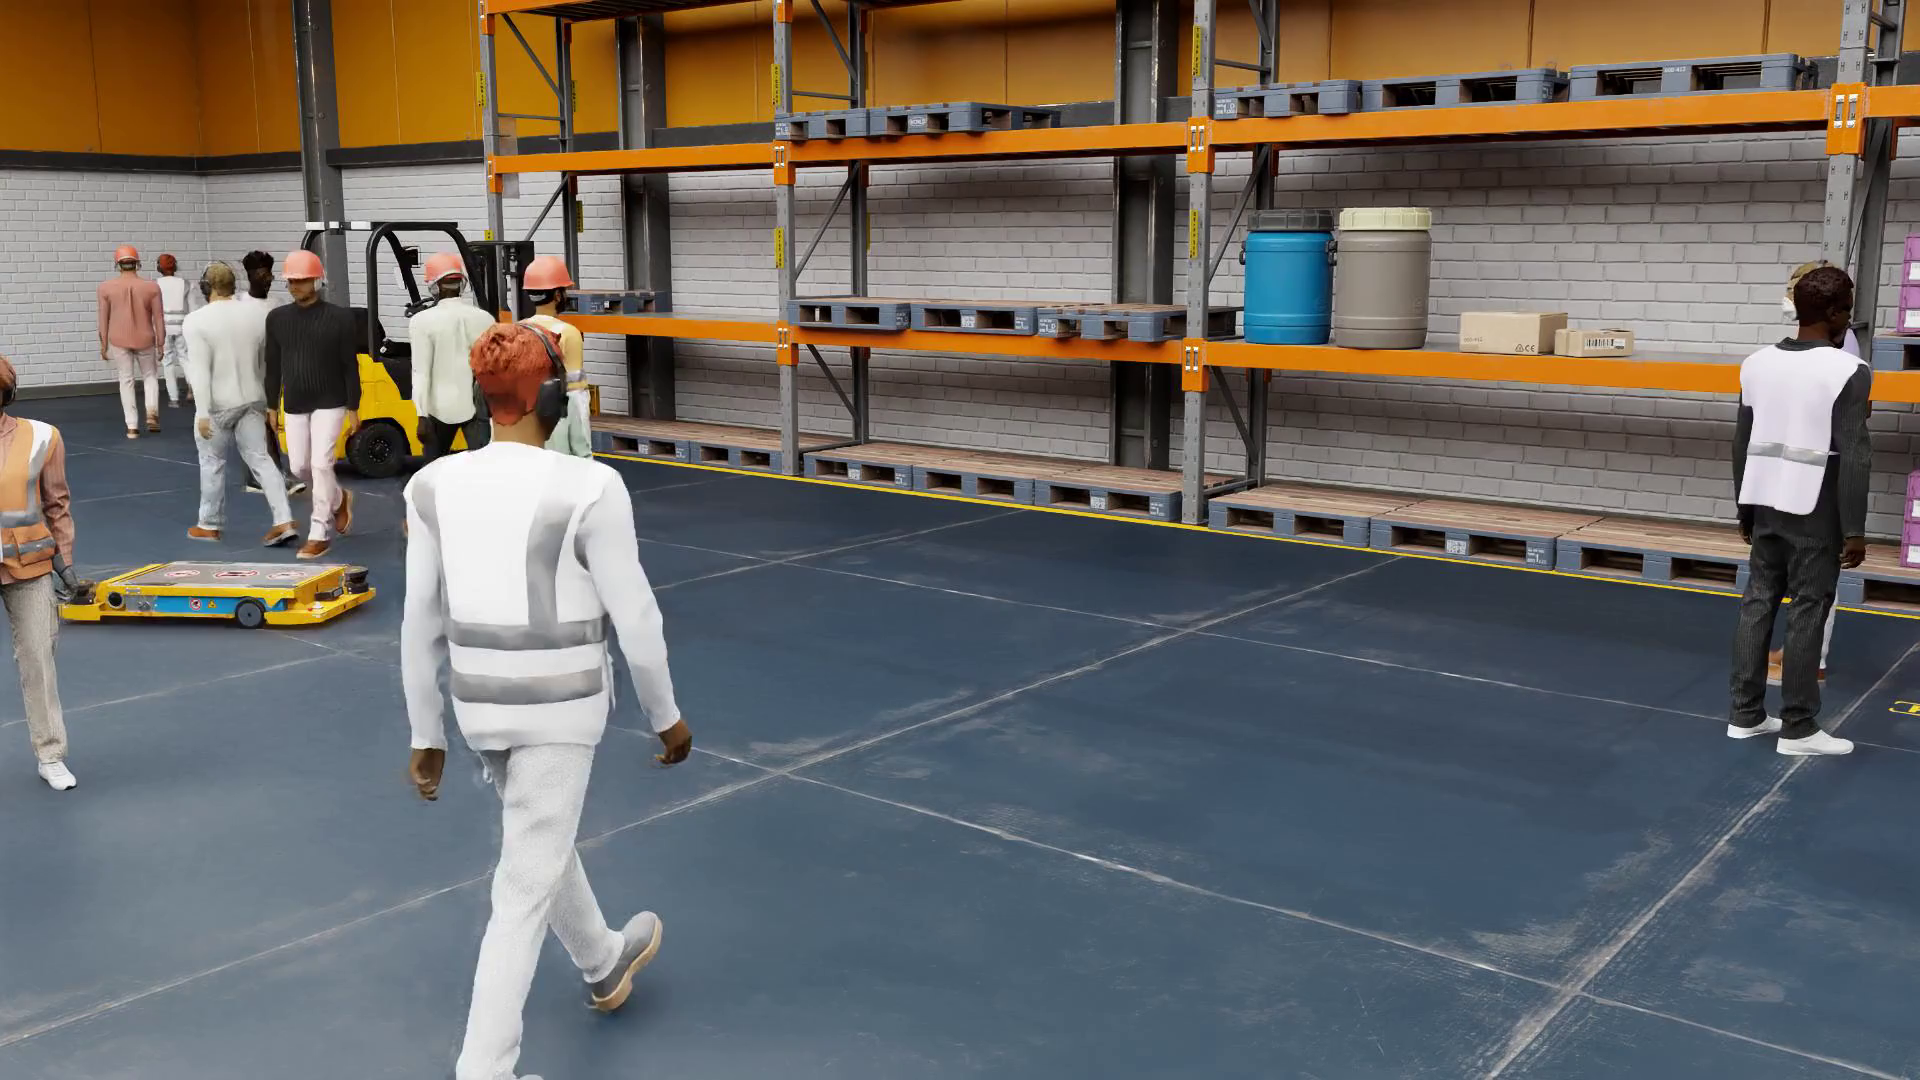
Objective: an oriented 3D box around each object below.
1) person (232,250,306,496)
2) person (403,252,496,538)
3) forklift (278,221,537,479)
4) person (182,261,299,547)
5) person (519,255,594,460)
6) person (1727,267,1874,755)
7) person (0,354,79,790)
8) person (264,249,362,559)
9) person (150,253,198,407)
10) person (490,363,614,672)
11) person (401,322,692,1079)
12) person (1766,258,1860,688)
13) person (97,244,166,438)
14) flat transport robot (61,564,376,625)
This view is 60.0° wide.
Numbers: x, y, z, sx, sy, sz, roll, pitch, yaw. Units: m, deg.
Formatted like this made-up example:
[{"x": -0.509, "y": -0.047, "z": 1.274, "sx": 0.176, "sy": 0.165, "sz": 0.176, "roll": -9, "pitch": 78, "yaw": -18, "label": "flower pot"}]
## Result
[{"x": -5.403, "y": -1.295, "z": 13.086, "sx": 0.922, "sy": 1.929, "sz": 0.642, "roll": 5, "pitch": 12, "yaw": 28, "label": "person"}, {"x": -3.238, "y": -0.856, "z": 10.649, "sx": 0.671, "sy": 1.931, "sz": 1.040, "roll": -10, "pitch": 14, "yaw": -43, "label": "person"}, {"x": -4.922, "y": -1.741, "z": 14.854, "sx": 1.214, "sy": 2.155, "sz": 2.313, "roll": 8, "pitch": 13, "yaw": 38, "label": "forklift"}, {"x": -4.781, "y": -0.890, "z": 10.985, "sx": 1.004, "sy": 1.897, "sz": 0.648, "roll": 6, "pitch": 12, "yaw": 32, "label": "person"}, {"x": -2.216, "y": -0.577, "z": 9.105, "sx": 0.546, "sy": 1.941, "sz": 0.358, "roll": 6, "pitch": 12, "yaw": 30, "label": "person"}, {"x": 3.310, "y": -0.108, "z": 6.575, "sx": 0.380, "sy": 1.915, "sz": 0.596, "roll": -4, "pitch": 11, "yaw": -20, "label": "person"}, {"x": -3.480, "y": 0.130, "z": 6.026, "sx": 0.513, "sy": 1.639, "sz": 0.311, "roll": -7, "pitch": 13, "yaw": -36, "label": "person"}, {"x": -4.187, "y": -0.902, "z": 10.836, "sx": 0.630, "sy": 1.967, "sz": 0.837, "roll": 1, "pitch": 10, "yaw": 6, "label": "person"}, {"x": -9.468, "y": -2.509, "z": 20.018, "sx": 0.580, "sy": 1.866, "sz": 0.565, "roll": -8, "pitch": 13, "yaw": -38, "label": "person"}, {"x": -1.945, "y": -0.166, "z": 7.795, "sx": 0.851, "sy": 1.588, "sz": 0.514, "roll": 6, "pitch": 12, "yaw": 31, "label": "person"}, {"x": -0.960, "y": 0.406, "z": 3.956, "sx": 0.583, "sy": 1.827, "sz": 0.989, "roll": 5, "pitch": 11, "yaw": 25, "label": "person"}, {"x": 3.862, "y": -0.296, "z": 7.557, "sx": 0.374, "sy": 1.939, "sz": 0.629, "roll": 6, "pitch": 12, "yaw": 29, "label": "person"}, {"x": -8.505, "y": -2.036, "z": 17.099, "sx": 0.620, "sy": 1.978, "sz": 0.438, "roll": -5, "pitch": 11, "yaw": -27, "label": "person"}, {"x": -3.990, "y": 0.278, "z": 8.993, "sx": 1.431, "sy": 0.197, "sz": 0.652, "roll": 1, "pitch": 10, "yaw": 5, "label": "flat transport robot"}]
